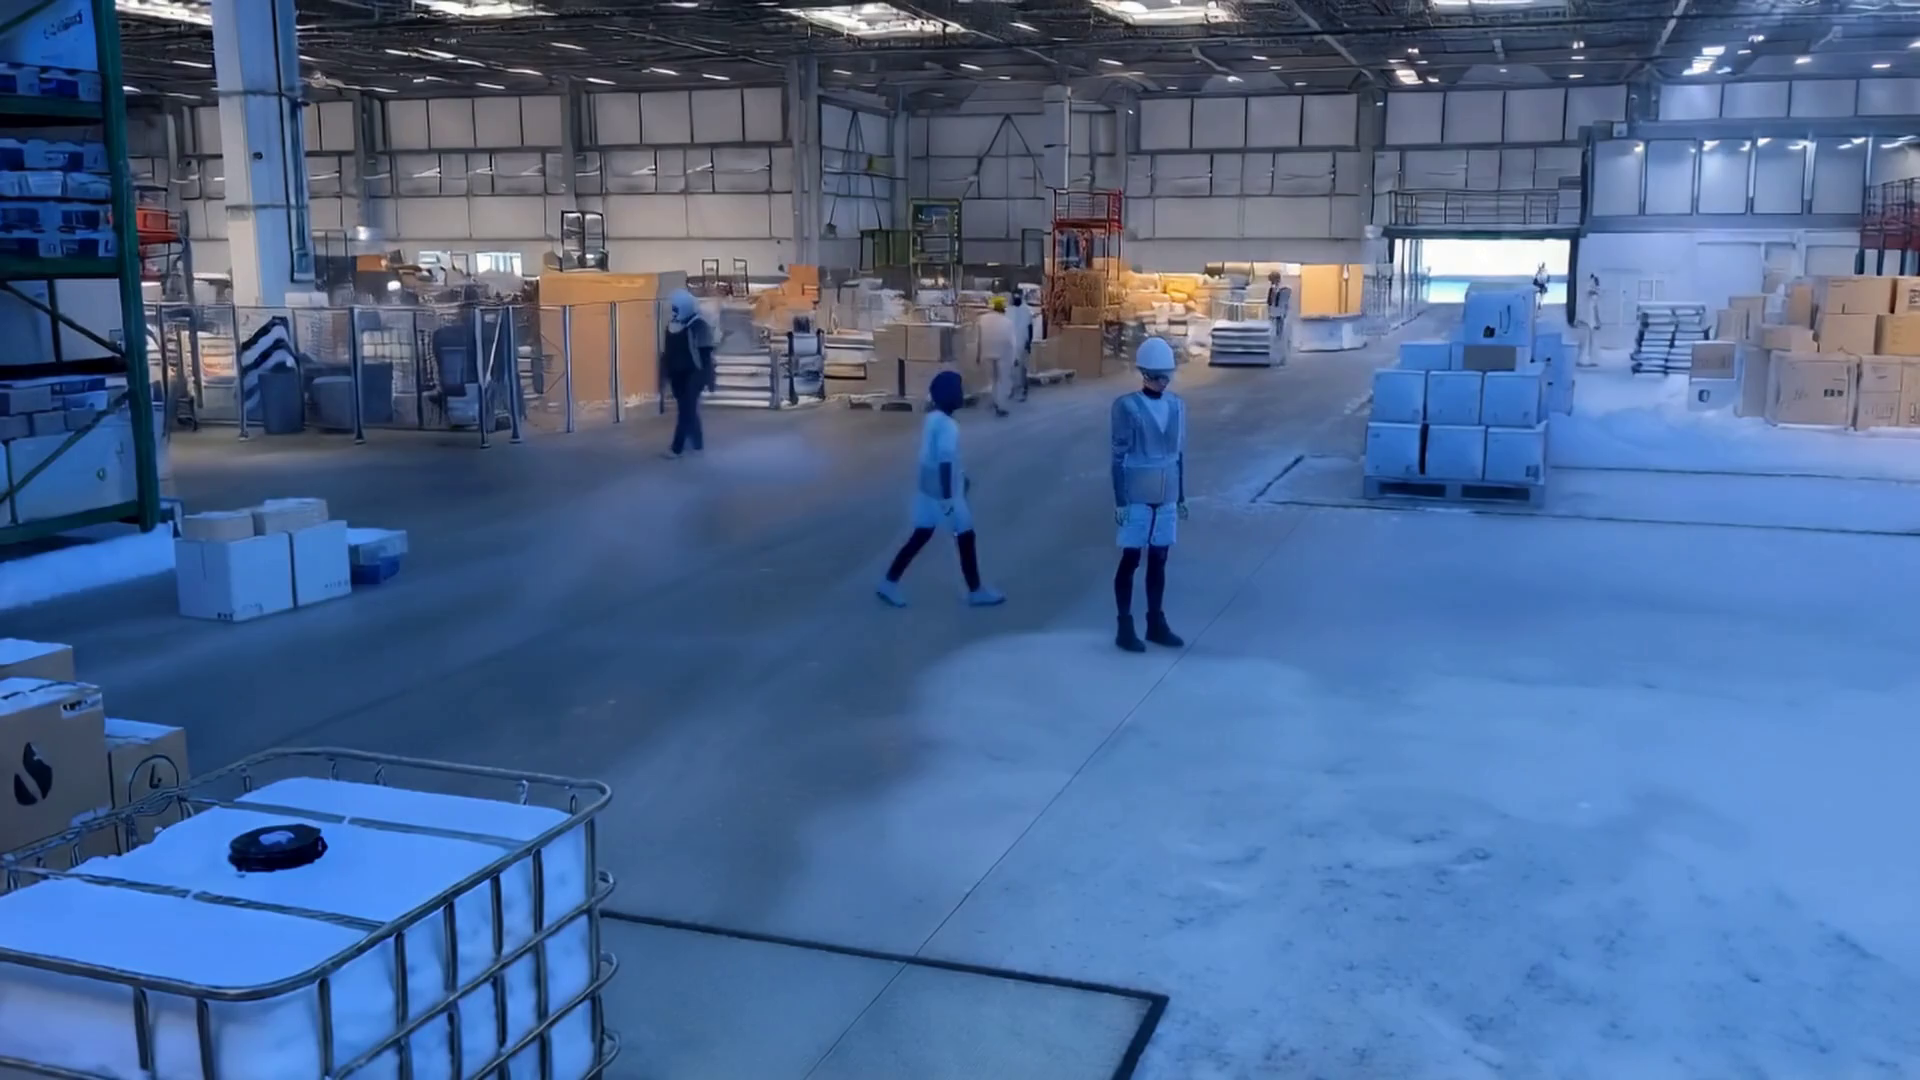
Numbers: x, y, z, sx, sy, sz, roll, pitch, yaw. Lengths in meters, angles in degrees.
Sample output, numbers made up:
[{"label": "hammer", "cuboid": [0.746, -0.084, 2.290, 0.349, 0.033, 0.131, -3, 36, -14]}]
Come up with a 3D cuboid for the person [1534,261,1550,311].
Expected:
[{"label": "person", "cuboid": [22.063, -9.619, 63.054, 0.579, 1.883, 0.354, 3, 11, 18]}]

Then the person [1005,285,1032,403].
[{"label": "person", "cuboid": [0.896, -3.118, 26.498, 0.508, 1.864, 0.329, 5, 11, 28]}]

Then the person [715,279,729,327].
[{"label": "person", "cuboid": [-5.476, -5.202, 38.657, 0.937, 1.713, 0.542, -2, 10, -13]}]

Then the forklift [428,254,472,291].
[{"label": "forklift", "cuboid": [-20.133, -10.254, 65.465, 1.157, 1.987, 2.680, 3, 11, 19]}]

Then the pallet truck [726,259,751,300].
[{"label": "pallet truck", "cuboid": [-7.986, -9.493, 62.019, 0.823, 1.965, 1.885, 3, 11, 17]}]

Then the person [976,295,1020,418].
[{"label": "person", "cuboid": [0.595, -2.699, 24.400, 0.637, 1.764, 0.981, 4, 11, 20]}]

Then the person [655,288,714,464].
[{"label": "person", "cuboid": [-3.264, -1.896, 19.117, 0.708, 2.000, 0.942, 8, 13, 38]}]

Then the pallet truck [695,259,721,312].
[{"label": "pallet truck", "cuboid": [-9.165, -9.627, 62.776, 0.823, 1.965, 1.885, 4, 11, 23]}]

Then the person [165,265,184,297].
[{"label": "person", "cuboid": [-27.080, -8.538, 57.154, 0.628, 1.810, 0.660, 2, 10, 12]}]

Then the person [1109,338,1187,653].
[{"label": "person", "cuboid": [1.183, -0.278, 10.292, 0.545, 1.938, 0.355, -6, 12, -31]}]

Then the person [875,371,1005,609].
[{"label": "person", "cuboid": [-0.165, -0.334, 11.414, 0.897, 1.656, 0.533, -3, 11, -17]}]

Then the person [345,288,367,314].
[{"label": "person", "cuboid": [-11.505, -3.980, 31.874, 0.670, 1.681, 0.543, 4, 11, 21]}]

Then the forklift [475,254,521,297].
[{"label": "forklift", "cuboid": [-17.990, -10.121, 64.684, 1.157, 1.987, 2.680, 3, 11, 17]}]

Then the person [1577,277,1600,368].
[{"label": "person", "cuboid": [12.854, -4.434, 33.942, 0.330, 1.860, 0.503, -2, 10, -10]}]

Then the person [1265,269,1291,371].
[{"label": "person", "cuboid": [6.322, -4.360, 33.046, 0.443, 2.017, 0.724, -6, 12, -29]}]
